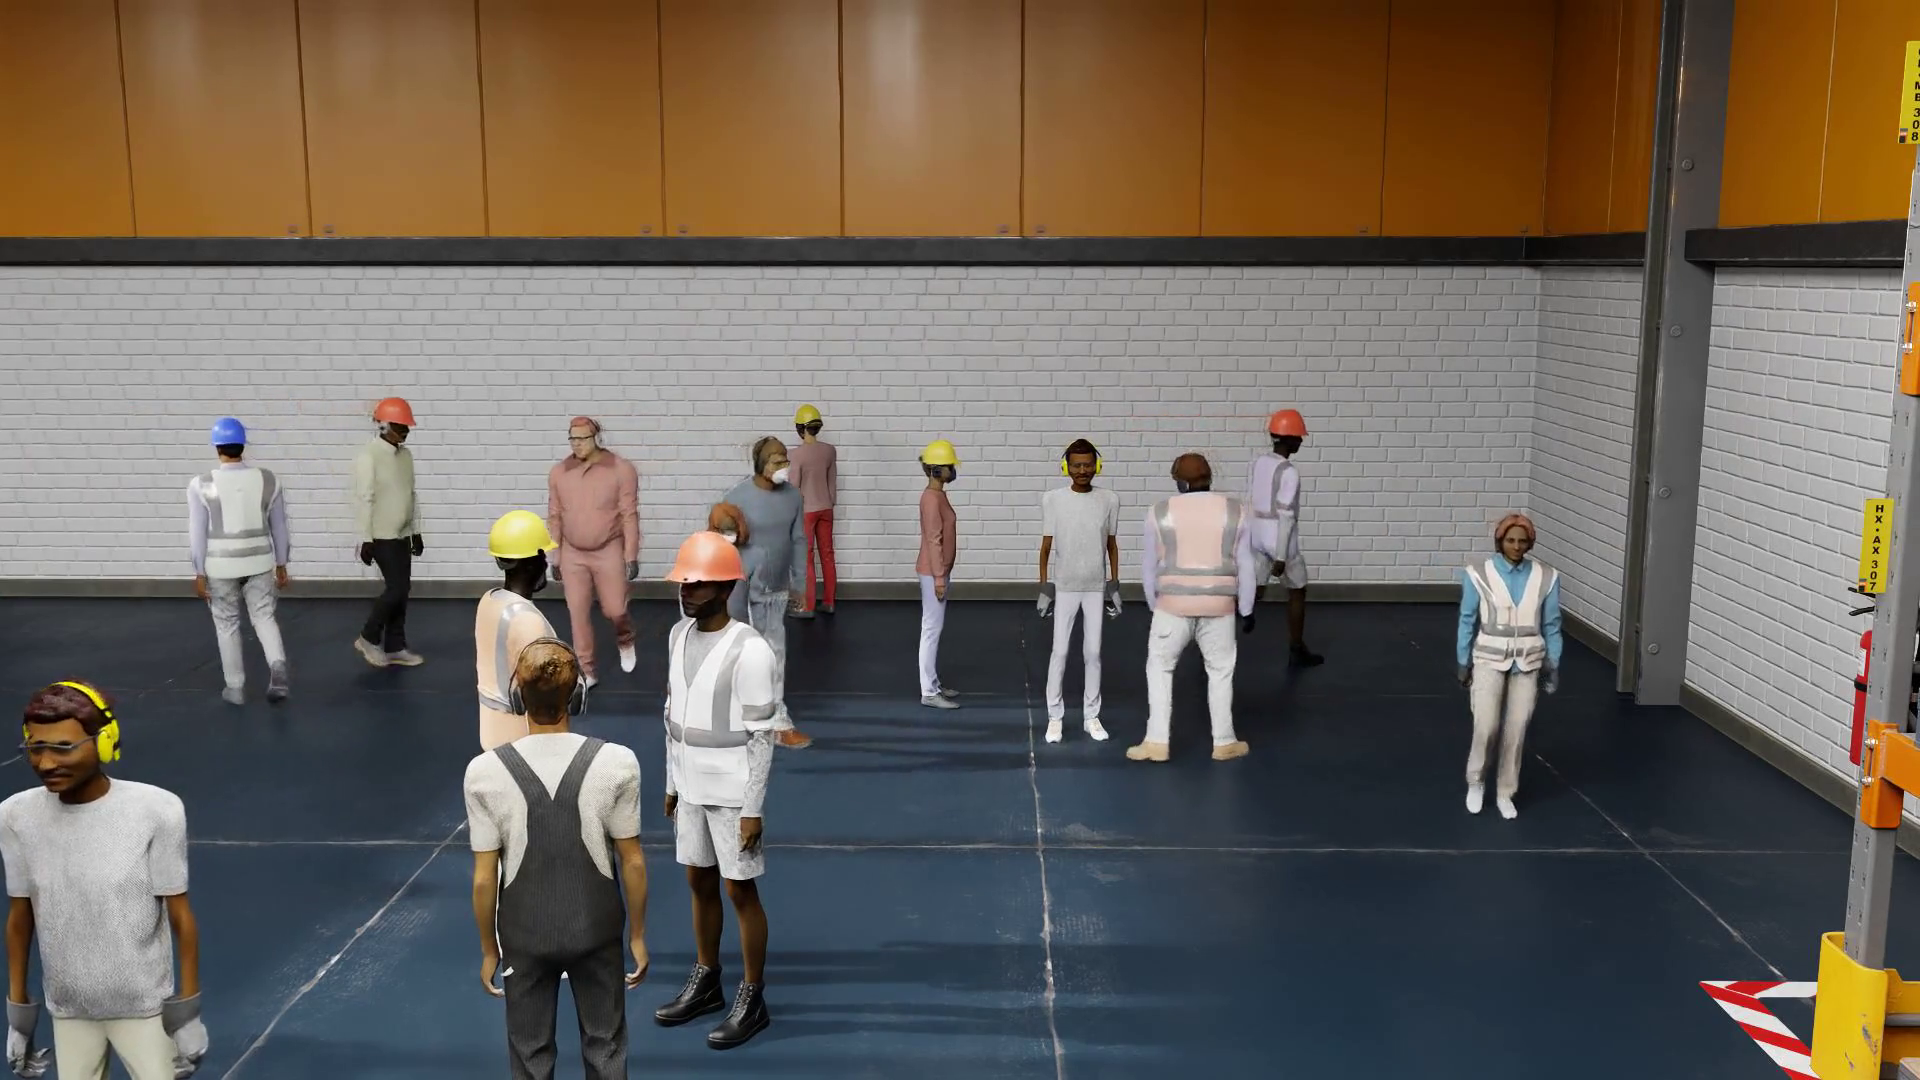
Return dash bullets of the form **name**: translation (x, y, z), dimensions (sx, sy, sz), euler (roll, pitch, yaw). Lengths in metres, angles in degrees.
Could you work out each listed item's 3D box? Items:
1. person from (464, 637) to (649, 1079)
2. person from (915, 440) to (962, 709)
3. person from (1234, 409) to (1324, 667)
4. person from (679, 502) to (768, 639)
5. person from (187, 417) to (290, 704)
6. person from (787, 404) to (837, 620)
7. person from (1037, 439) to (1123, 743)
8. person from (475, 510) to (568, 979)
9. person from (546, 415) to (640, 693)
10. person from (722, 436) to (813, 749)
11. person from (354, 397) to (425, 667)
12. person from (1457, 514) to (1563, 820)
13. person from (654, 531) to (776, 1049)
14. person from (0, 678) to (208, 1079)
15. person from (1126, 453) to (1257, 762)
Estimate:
- **person**: translation (-1.180, 1.191, 4.926), dimensions (0.508, 1.846, 0.345), euler (-2, 10, -13)
- **person**: translation (-0.139, 0.220, 10.970), dimensions (0.305, 1.771, 0.525), euler (0, 9, 0)
- **person**: translation (2.185, 0.008, 11.868), dimensions (0.919, 1.900, 0.541), euler (-4, 10, -25)
- **person**: translation (-1.350, 0.552, 9.581), dimensions (0.510, 1.552, 0.910), euler (-4, 10, -20)
- **person**: translation (-4.682, 0.160, 10.859), dimensions (0.623, 1.924, 0.734), euler (-8, 12, -38)
- **person**: translation (-1.229, -0.229, 13.657), dimensions (0.311, 1.771, 0.523), euler (9, 13, 42)
- **person**: translation (0.733, 0.308, 10.145), dimensions (0.531, 1.869, 0.310), euler (-1, 10, -8)
- **person**: translation (-1.770, 0.834, 6.802), dimensions (0.354, 1.929, 0.594), euler (-6, 11, -32)
- **person**: translation (-2.505, 0.085, 11.388), dimensions (0.666, 1.892, 0.597), euler (1, 10, 6)
- **person**: translation (-1.282, 0.284, 10.266), dimensions (1.009, 1.893, 0.623), euler (7, 12, 35)
- **person**: translation (-4.067, -0.043, 11.939), dimensions (0.439, 1.969, 0.624), euler (2, 10, 13)
- **person**: translation (2.876, 0.671, 8.714), dimensions (0.516, 1.626, 0.374), euler (0, 9, 3)
- **person**: translation (-0.927, 0.924, 6.237), dimensions (0.546, 1.942, 0.353), euler (8, 12, 40)
- **person**: translation (-2.297, 1.265, 4.476), dimensions (0.535, 1.856, 0.365), euler (0, 9, -1)
- **person**: translation (1.359, 0.407, 9.725), dimensions (0.815, 1.818, 0.433), euler (0, 9, 3)
